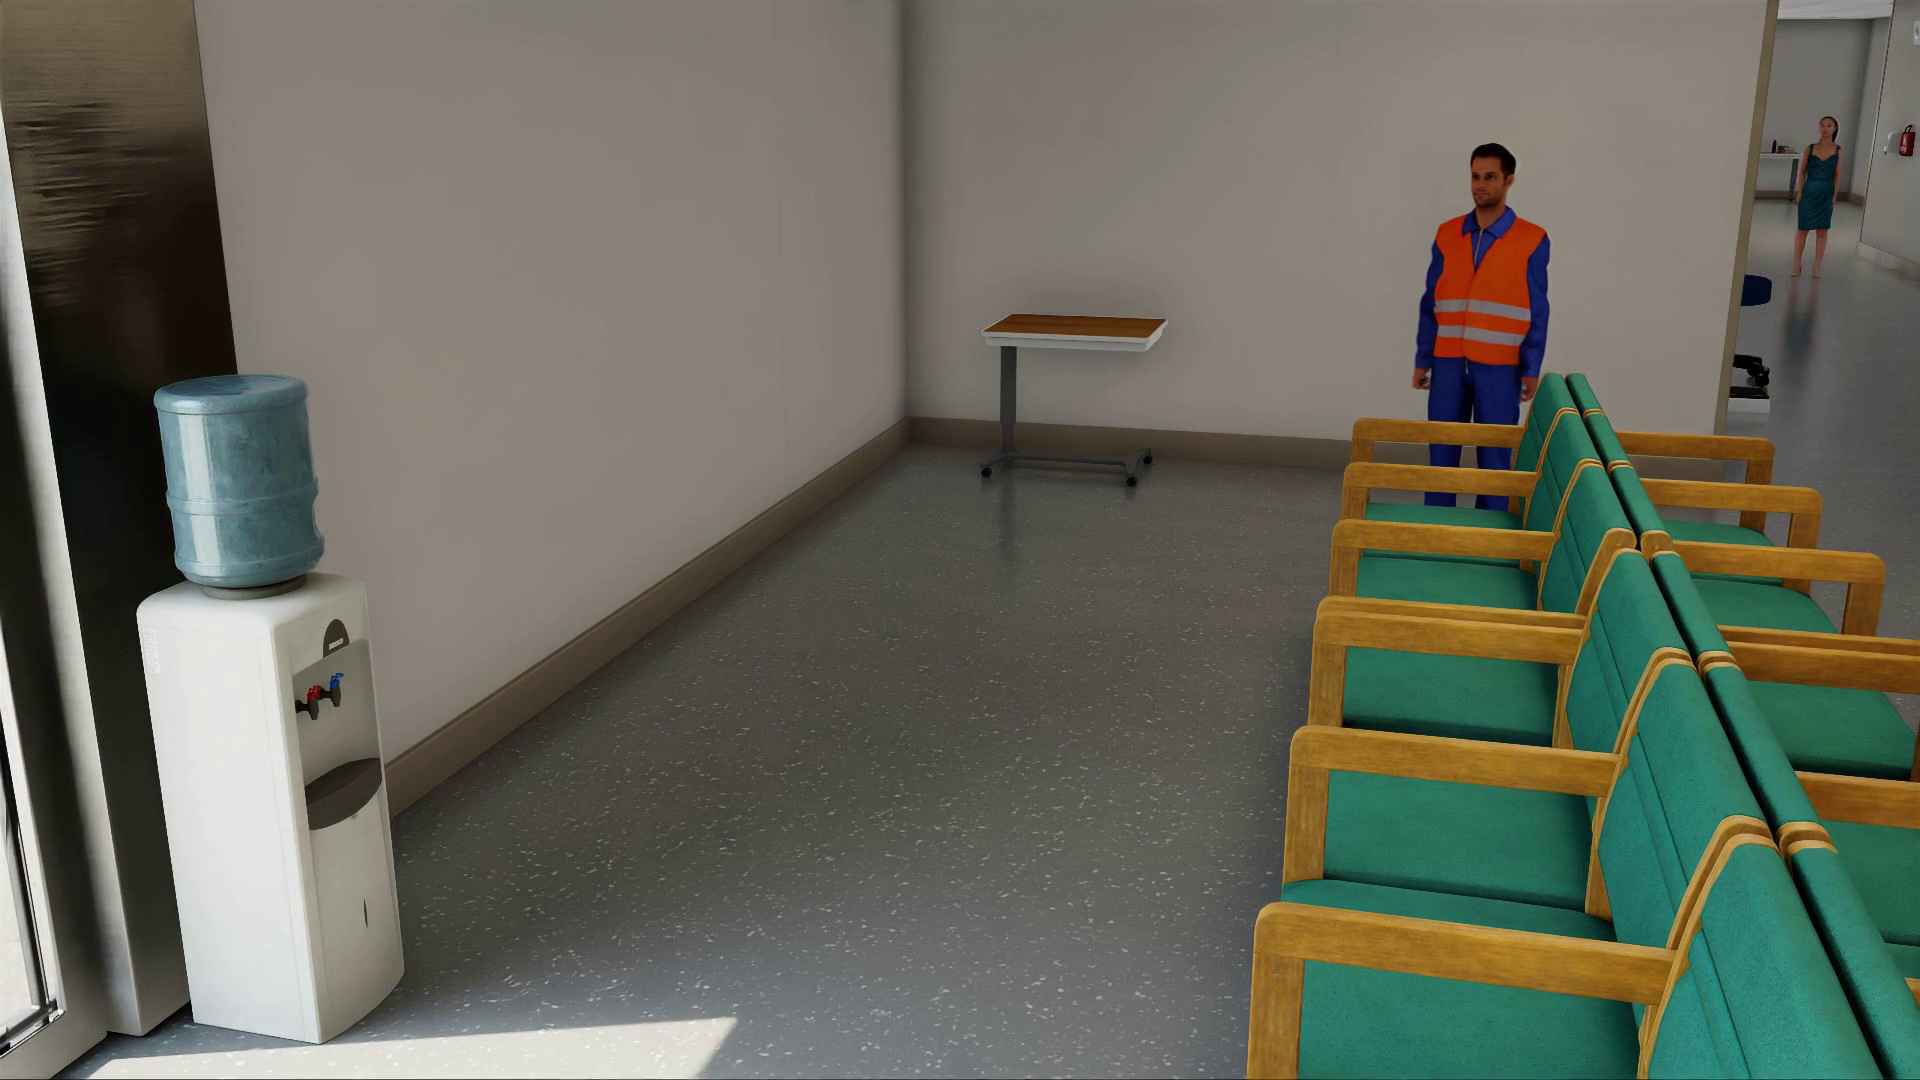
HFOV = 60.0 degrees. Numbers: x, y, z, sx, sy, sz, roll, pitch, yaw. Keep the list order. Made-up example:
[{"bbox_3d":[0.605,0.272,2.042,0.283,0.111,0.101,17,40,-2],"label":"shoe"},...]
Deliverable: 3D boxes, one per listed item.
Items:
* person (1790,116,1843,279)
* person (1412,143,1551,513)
[{"bbox_3d":[9.134,-3.647,17.718,0.477,1.687,0.639,7,17,25],"label":"person"},{"bbox_3d":[2.189,-0.729,7.041,0.646,1.864,0.820,9,18,30],"label":"person"}]
